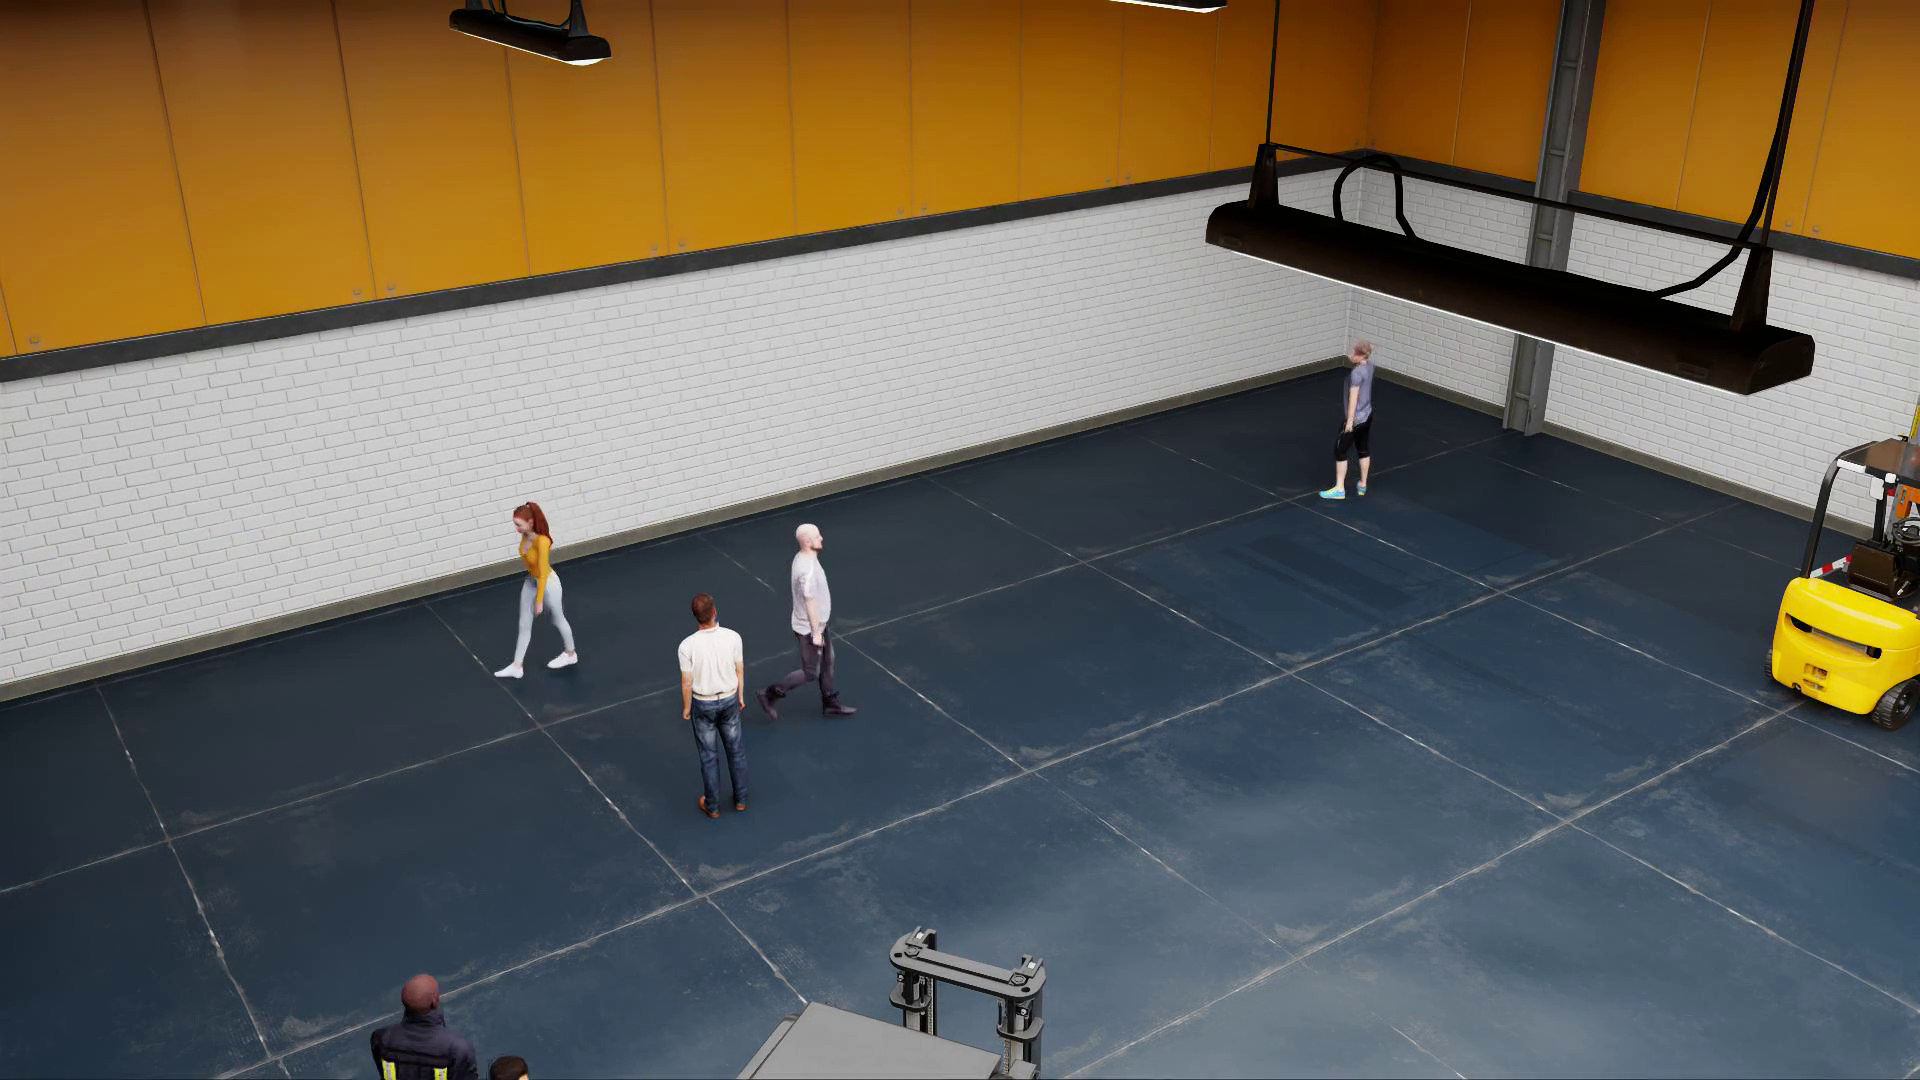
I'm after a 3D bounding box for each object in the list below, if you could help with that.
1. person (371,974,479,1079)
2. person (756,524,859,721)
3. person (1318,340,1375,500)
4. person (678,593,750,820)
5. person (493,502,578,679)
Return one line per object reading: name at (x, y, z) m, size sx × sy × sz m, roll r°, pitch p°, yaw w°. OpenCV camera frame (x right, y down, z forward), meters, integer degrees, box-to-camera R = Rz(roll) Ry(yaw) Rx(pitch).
person at (-2.784, 3.096, 8.703) m, size 1.195 × 1.787 × 1.297 m, roll 2°, pitch 24°, yaw 6°
person at (-1.344, 0.730, 14.083) m, size 1.104 × 1.813 × 1.134 m, roll -1°, pitch 24°, yaw -2°
person at (4.512, -1.350, 18.770) m, size 0.802 × 1.870 × 0.926 m, roll 22°, pitch 32°, yaw 40°
person at (-1.882, 1.275, 12.789) m, size 0.703 × 1.851 × 0.645 m, roll -10°, pitch 25°, yaw -21°
person at (-3.659, 0.421, 14.914) m, size 0.822 × 1.715 × 1.016 m, roll -19°, pitch 30°, yaw -36°
